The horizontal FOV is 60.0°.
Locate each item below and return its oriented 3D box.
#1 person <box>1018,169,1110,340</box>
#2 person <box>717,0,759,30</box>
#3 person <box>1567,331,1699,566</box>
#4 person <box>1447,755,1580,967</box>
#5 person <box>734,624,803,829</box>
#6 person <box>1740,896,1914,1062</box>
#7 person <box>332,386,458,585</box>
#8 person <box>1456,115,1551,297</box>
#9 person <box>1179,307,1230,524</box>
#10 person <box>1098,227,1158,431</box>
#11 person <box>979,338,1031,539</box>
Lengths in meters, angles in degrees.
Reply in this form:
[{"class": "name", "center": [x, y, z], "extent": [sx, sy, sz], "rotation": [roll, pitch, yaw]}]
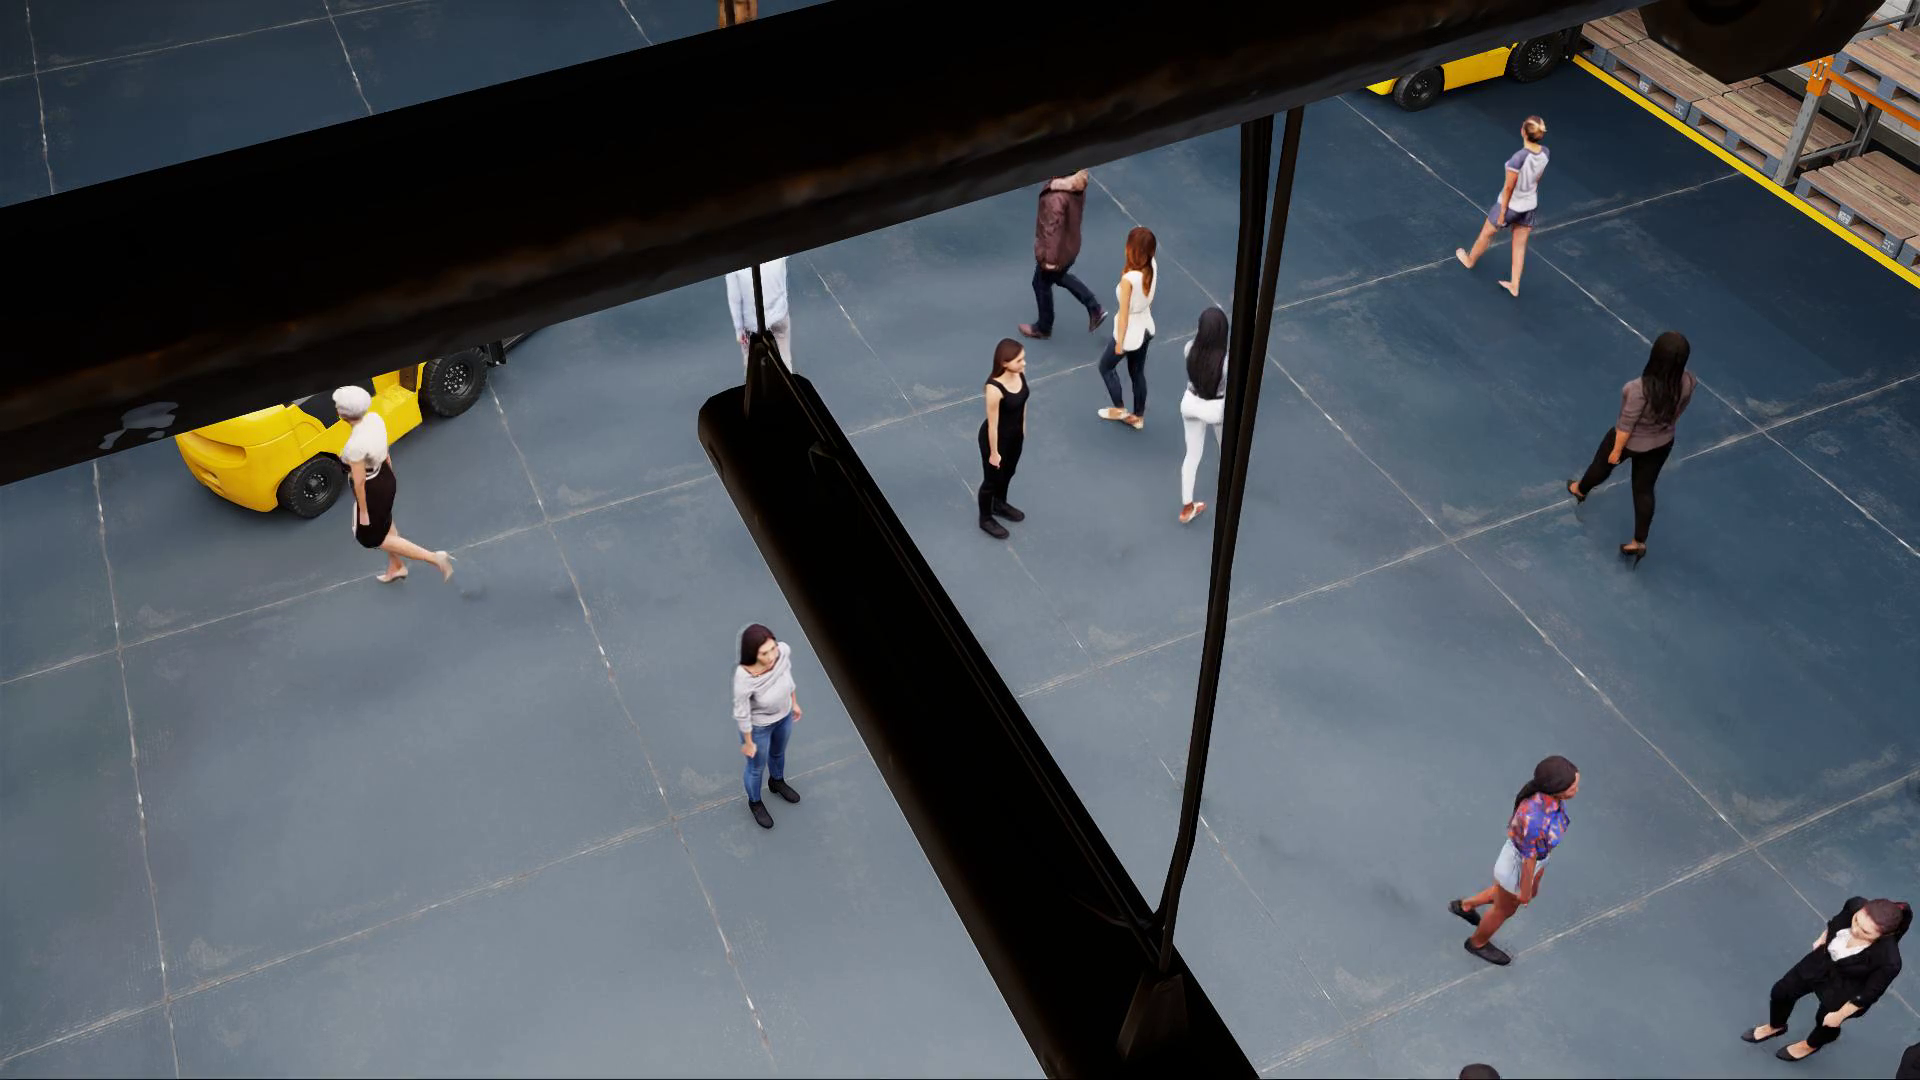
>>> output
[{"class": "person", "center": [0.873, -2.368, 13.369], "extent": [1.144, 1.828, 1.080], "rotation": [14, 45, 14]}, {"class": "person", "center": [-2.204, -5.000, 16.177], "extent": [1.096, 1.764, 1.287], "rotation": [7, 44, 7]}, {"class": "person", "center": [4.768, -0.595, 11.537], "extent": [0.843, 1.787, 1.198], "rotation": [-8, 44, -8]}, {"class": "person", "center": [2.990, 1.739, 9.128], "extent": [0.824, 1.731, 0.764], "rotation": [21, 47, 21]}, {"class": "person", "center": [-1.158, 1.073, 9.899], "extent": [0.666, 1.631, 0.680], "rotation": [29, 51, 27]}, {"class": "person", "center": [4.631, 2.292, 8.620], "extent": [0.794, 1.630, 0.674], "rotation": [-3, 44, -4]}, {"class": "person", "center": [-3.862, -0.295, 11.259], "extent": [0.908, 1.736, 0.929], "rotation": [1, 44, 2]}, {"class": "person", "center": [4.701, -2.746, 13.938], "extent": [0.606, 1.589, 0.923], "rotation": [-15, 46, -15]}, {"class": "person", "center": [1.717, -0.852, 11.888], "extent": [1.073, 1.676, 1.072], "rotation": [24, 48, 23]}, {"class": "person", "center": [1.375, -1.528, 12.526], "extent": [0.737, 1.774, 0.717], "rotation": [30, 51, 28]}, {"class": "person", "center": [0.304, -0.726, 11.748], "extent": [0.692, 1.686, 0.669], "rotation": [24, 49, 23]}]
